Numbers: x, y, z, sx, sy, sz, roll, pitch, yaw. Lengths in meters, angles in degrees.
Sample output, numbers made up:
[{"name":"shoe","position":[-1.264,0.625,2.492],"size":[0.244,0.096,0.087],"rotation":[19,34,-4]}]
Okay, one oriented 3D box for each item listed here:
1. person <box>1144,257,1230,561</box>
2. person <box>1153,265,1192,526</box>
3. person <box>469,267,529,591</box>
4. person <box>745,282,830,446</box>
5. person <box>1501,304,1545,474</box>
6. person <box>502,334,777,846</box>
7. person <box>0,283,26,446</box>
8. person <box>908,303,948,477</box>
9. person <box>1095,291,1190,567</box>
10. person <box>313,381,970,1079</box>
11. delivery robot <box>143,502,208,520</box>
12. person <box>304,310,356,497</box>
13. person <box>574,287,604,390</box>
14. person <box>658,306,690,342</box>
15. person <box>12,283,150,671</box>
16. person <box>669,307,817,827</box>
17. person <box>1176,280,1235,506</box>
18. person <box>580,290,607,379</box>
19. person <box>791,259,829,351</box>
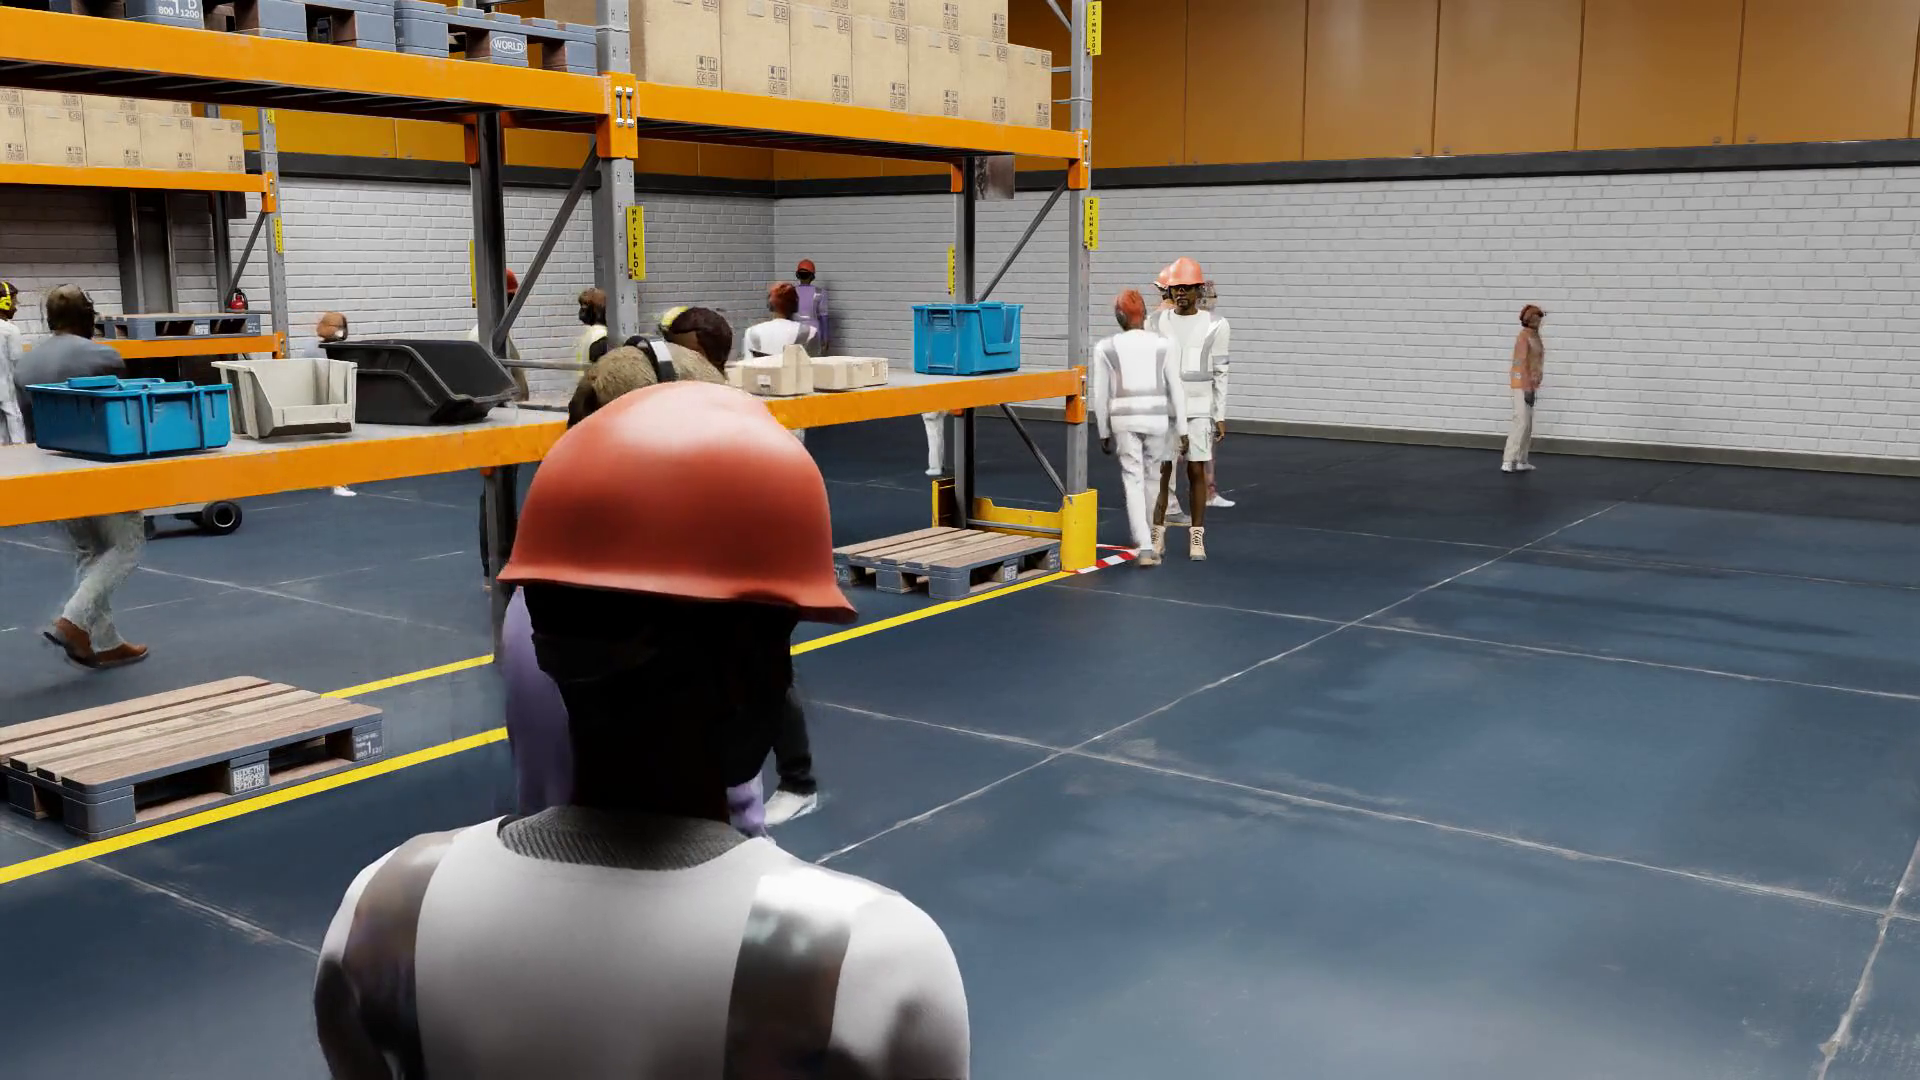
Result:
[{"name":"person","position":[1.500,-0.872,11.220],"size":[0.605,2.045,0.377],"rotation":[2,10,13]},{"name":"person","position":[1.610,-1.107,12.768],"size":[0.388,1.996,0.612],"rotation":[-2,10,-14]},{"name":"person","position":[-2.821,-0.682,10.230],"size":[0.378,1.995,0.622],"rotation":[-1,10,-6]},{"name":"person","position":[-1.258,-0.982,12.424],"size":[0.589,1.862,0.734],"rotation":[2,10,13]},{"name":"person","position":[5.398,-1.435,15.859],"size":[0.322,1.614,0.608],"rotation":[5,11,27]},{"name":"person","position":[-0.479,0.672,2.382],"size":[0.646,1.926,0.642],"rotation":[-6,11,-33]},{"name":"person","position":[-7.363,-1.060,12.883],"size":[0.521,1.865,0.313],"rotation":[4,10,21]},{"name":"person","position":[-0.289,-1.422,15.719],"size":[0.540,1.620,0.560],"rotation":[-6,11,-31]},{"name":"person","position":[1.219,-0.754,11.206],"size":[0.622,1.829,0.994],"rotation":[0,10,2]},{"name":"person","position":[-0.221,0.837,1.389],"size":[0.542,1.928,0.374],"rotation":[3,10,18]},{"name":"delivery robot","position":[-5.766,-0.354,12.284],"size":[0.707,0.478,0.477],"rotation":[-7,12,-37]},{"name":"person","position":[-5.483,-1.189,14.446],"size":[0.694,1.600,0.527],"rotation":[7,12,36]},{"name":"person","position":[-2.684,-1.012,12.717],"size":[0.514,1.823,0.636],"rotation":[-4,10,-23]},{"name":"person","position":[-1.852,-0.606,10.536],"size":[0.530,1.740,0.736],"rotation":[8,12,39]},{"name":"person","position":[-4.314,-0.285,8.108],"size":[0.662,1.915,0.517],"rotation":[3,10,19]},{"name":"person","position":[-0.858,0.143,5.710],"size":[0.609,1.863,0.993],"rotation":[8,13,40]},{"name":"person","position":[1.839,-1.167,13.499],"size":[0.830,1.882,0.654],"rotation":[-1,10,-6]},{"name":"person","position":[-2.348,-0.790,11.357],"size":[0.473,1.831,0.661],"rotation":[-2,10,-14]},{"name":"person","position":[-2.063,-2.740,22.349],"size":[0.615,2.040,0.391],"rotation":[0,10,2]}]
